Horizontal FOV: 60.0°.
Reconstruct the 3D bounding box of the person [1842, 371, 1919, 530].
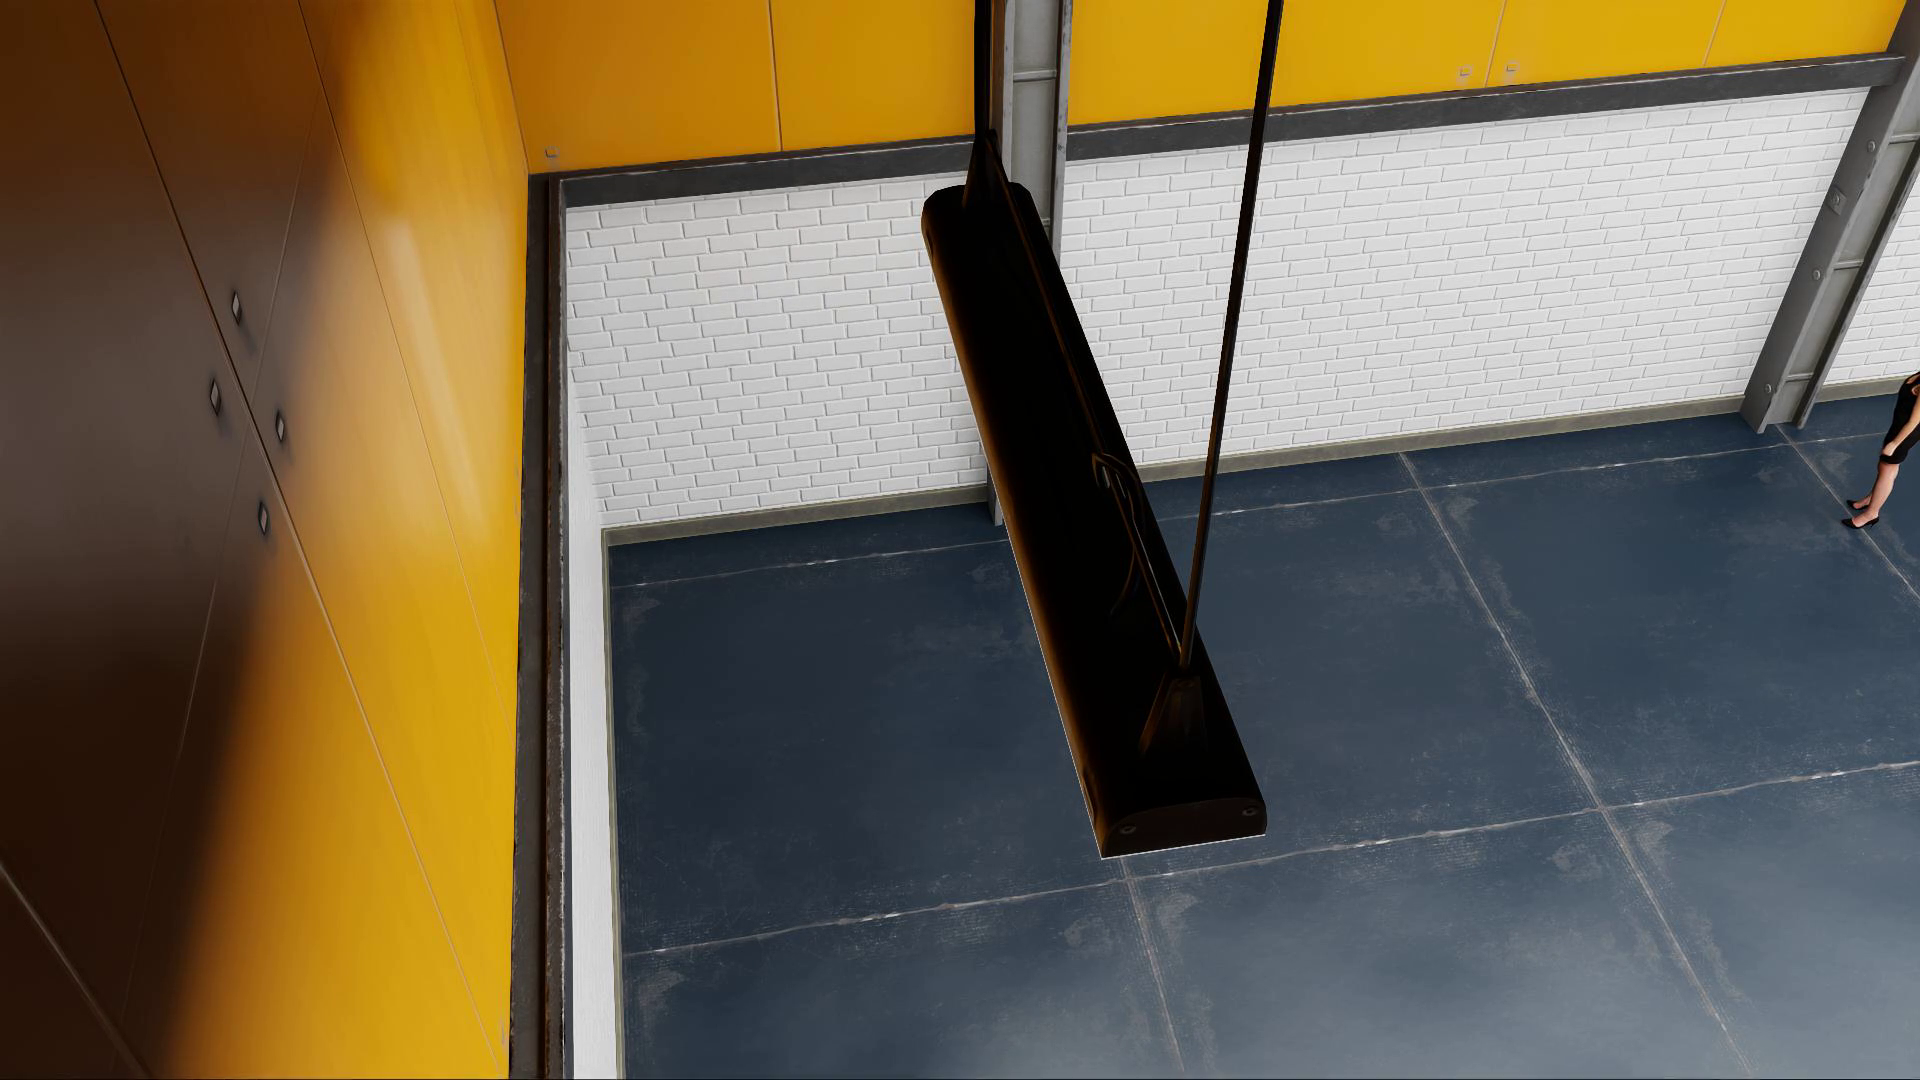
[{"bbox_3d":[6.571,-0.751,11.571,0.681,1.650,0.625,25,49,24],"label":"person"}]
